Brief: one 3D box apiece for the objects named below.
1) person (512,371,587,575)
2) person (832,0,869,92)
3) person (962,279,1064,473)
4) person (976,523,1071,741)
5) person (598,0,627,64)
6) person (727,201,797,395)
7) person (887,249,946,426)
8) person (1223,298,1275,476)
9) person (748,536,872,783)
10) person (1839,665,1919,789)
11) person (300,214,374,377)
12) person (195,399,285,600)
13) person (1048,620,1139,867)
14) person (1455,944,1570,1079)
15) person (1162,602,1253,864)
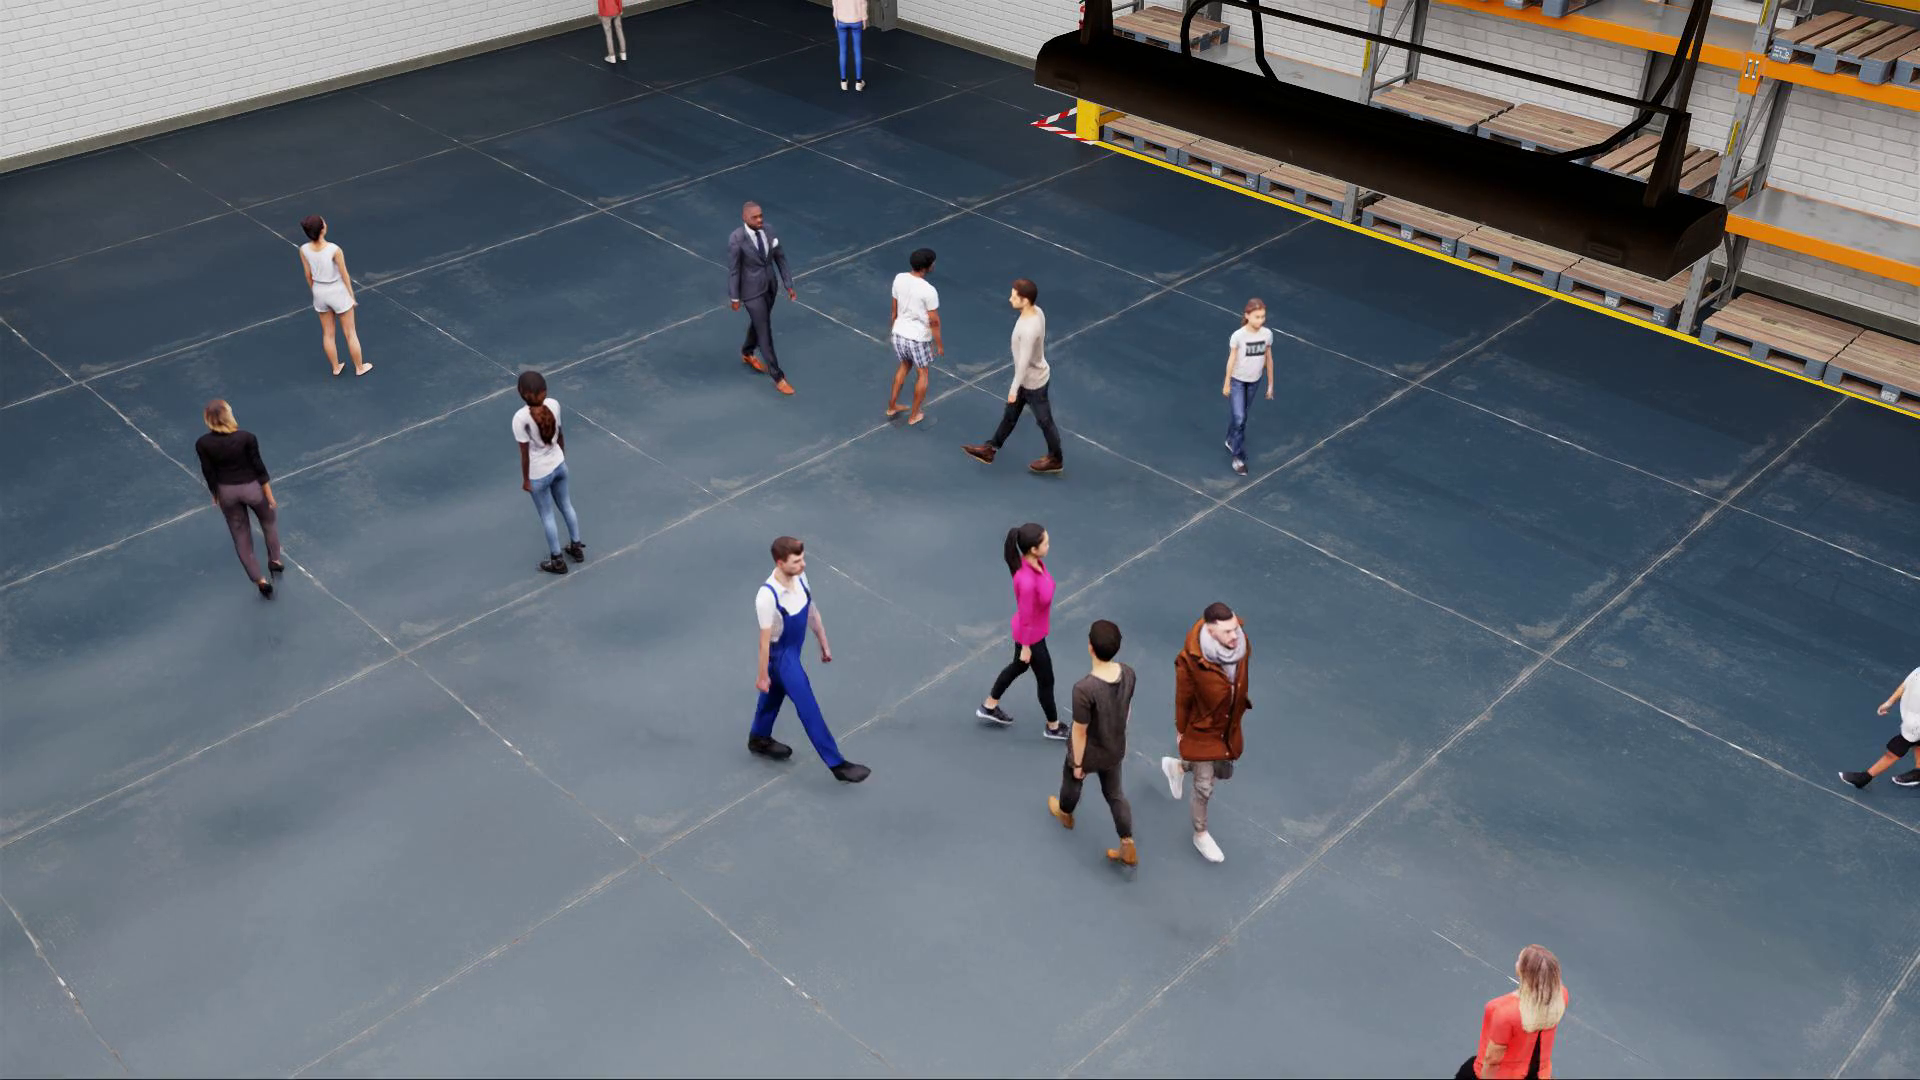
[{"bbox_3d":[-3.181,-0.530,12.802,0.551,1.719,0.605,23,40,30],"label":"person"},{"bbox_3d":[-1.494,-6.981,22.465,0.698,1.766,0.770,2,34,2],"label":"person"},{"bbox_3d":[0.693,-1.322,13.900,1.187,1.822,1.131,1,34,1],"label":"person"},{"bbox_3d":[0.391,0.611,11.125,1.048,1.677,0.944,3,34,4],"label":"person"},{"bbox_3d":[-4.950,-7.498,23.558,0.543,1.417,0.495,-23,40,-31],"label":"person"},{"bbox_3d":[-1.910,-2.305,15.420,1.171,1.778,0.696,28,43,35],"label":"person"},{"bbox_3d":[-0.434,-1.778,14.699,0.500,1.698,0.744,17,37,24],"label":"person"},{"bbox_3d":[2.412,-1.398,14.271,0.777,1.539,0.927,-10,35,-14],"label":"person"},{"bbox_3d":[-1.209,0.738,10.817,1.296,1.806,0.959,14,36,20],"label":"person"},{"bbox_3d":[6.265,1.132,10.750,0.892,1.223,0.835,0,34,-1],"label":"person"},{"bbox_3d":[-5.874,-2.281,15.540,0.657,1.605,0.724,2,34,3],"label":"person"},{"bbox_3d":[-5.375,-0.258,12.451,0.774,1.656,0.838,-9,35,-13],"label":"person"},{"bbox_3d":[0.896,1.271,10.125,0.810,1.683,1.135,-17,37,-24],"label":"person"},{"bbox_3d":[2.725,2.659,8.044,0.728,1.675,0.783,-11,35,-16],"label":"person"},{"bbox_3d":[1.489,1.113,10.239,0.813,1.820,1.020,-20,39,-28],"label":"person"}]
